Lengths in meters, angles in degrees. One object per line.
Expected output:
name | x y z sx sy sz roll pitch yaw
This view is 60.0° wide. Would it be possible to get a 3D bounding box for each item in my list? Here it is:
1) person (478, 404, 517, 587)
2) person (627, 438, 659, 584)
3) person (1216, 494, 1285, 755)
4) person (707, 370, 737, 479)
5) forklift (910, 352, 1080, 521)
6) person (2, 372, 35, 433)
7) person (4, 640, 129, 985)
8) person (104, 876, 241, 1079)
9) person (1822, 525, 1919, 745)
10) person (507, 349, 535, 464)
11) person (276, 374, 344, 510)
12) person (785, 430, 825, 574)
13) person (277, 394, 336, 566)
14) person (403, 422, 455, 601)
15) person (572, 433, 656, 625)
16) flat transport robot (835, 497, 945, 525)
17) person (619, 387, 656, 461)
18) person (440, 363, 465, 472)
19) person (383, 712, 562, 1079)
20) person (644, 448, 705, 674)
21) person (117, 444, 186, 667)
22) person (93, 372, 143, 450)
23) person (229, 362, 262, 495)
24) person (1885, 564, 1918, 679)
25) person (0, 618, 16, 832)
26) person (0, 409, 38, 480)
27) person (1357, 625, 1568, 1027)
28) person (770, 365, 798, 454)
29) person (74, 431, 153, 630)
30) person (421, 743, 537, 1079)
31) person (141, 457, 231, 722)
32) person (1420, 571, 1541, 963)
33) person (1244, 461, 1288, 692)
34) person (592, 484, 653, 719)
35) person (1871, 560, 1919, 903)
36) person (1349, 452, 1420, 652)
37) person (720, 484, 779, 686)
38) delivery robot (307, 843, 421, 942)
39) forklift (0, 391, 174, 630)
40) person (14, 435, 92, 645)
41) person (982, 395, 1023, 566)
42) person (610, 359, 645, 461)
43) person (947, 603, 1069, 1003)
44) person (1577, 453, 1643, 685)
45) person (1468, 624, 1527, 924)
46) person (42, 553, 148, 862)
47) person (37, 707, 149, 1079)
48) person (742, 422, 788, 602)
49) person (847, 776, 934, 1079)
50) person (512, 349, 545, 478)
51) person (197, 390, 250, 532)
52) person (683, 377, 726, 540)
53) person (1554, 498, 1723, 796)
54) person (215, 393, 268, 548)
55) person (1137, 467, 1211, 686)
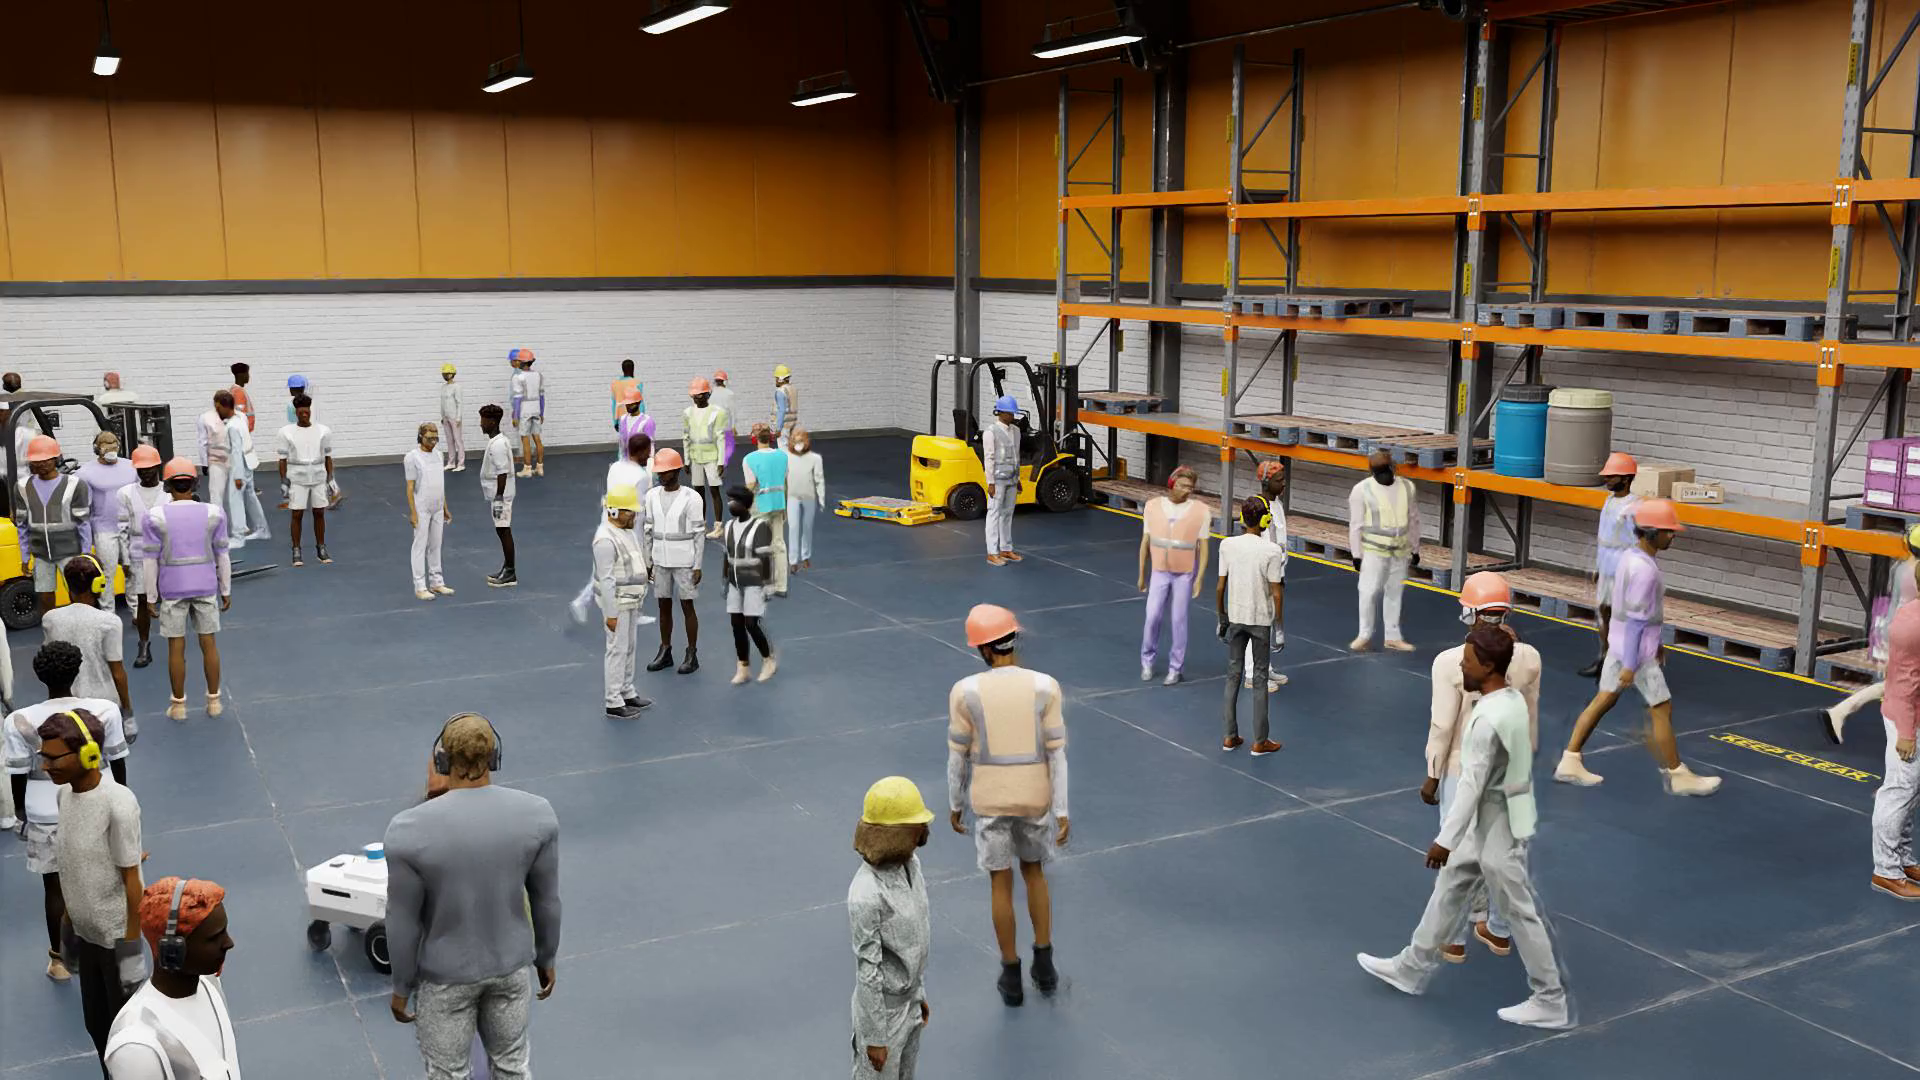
person | -4.957 -0.485 17.866 0.364 1.964 0.611 -2 10 -13
person | -3.443 -0.313 17.819 0.522 1.640 0.306 -8 13 -40
person | 2.079 0.601 11.899 0.535 1.868 0.309 7 12 35
person | -3.750 -1.803 26.141 0.580 1.723 0.474 4 11 21
forklift | 0.460 -1.461 22.833 2.313 2.155 1.214 -5 11 -28
person | -13.705 -1.522 24.202 0.429 1.841 0.633 -7 12 -36
person | -4.372 1.331 8.189 0.540 1.695 0.317 -6 12 -32
person | -2.159 1.852 4.676 0.358 1.880 0.575 -1 10 -6
person | 6.554 0.709 11.721 0.693 1.724 0.537 4 11 23
person | -7.450 -2.268 28.191 0.405 1.945 0.620 0 10 2
person | -9.017 -1.341 22.973 0.945 1.912 0.624 2 10 13
person | -1.761 -0.419 18.542 0.515 1.589 0.833 -1 10 -5
person | -7.478 -0.692 19.058 0.610 1.964 0.365 -7 12 -34
person | -5.488 -0.304 17.196 0.344 1.839 0.504 5 11 27
person | -3.257 -0.071 15.743 0.618 1.876 0.775 9 14 43
flat transport robot | -0.946 -0.406 22.292 1.431 0.197 0.652 8 13 40
person | -4.009 -0.929 20.545 0.545 1.929 0.389 6 12 33
person | -8.312 -1.999 27.154 0.532 1.772 0.300 8 13 39
person | -1.773 1.579 6.116 0.636 1.928 0.386 -6 12 -32
person | -2.445 0.180 14.128 0.551 1.934 0.373 4 11 20
person | -6.959 0.135 14.381 0.547 1.938 0.379 -3 10 -19
person | -11.978 -1.441 23.576 0.519 1.888 0.666 5 11 29
person | -10.564 -1.637 24.502 0.361 1.963 0.616 -5 11 -28
person | 6.431 0.797 10.696 0.836 1.905 0.563 10 14 44
person | -6.082 1.014 10.188 0.522 1.636 0.310 -7 12 -36
person | -10.917 -0.705 19.273 0.605 1.931 0.952 0 10 2
person | 2.402 1.320 7.755 1.000 1.861 0.605 4 11 22
person | -2.726 -1.785 25.742 0.404 1.828 0.601 3 10 16
person | -7.936 -0.070 15.607 0.378 1.929 0.636 8 13 39
person | -1.984 1.612 6.803 0.563 1.606 0.348 0 10 0
person | -5.909 0.377 12.741 0.611 2.030 0.410 -7 12 -35
person | 2.620 1.143 8.411 0.622 1.994 0.381 -3 10 -17
person | 2.521 0.290 13.651 0.355 1.883 0.575 5 11 27
person | -2.604 0.472 12.802 0.403 1.817 0.601 1 10 5
person | 5.348 1.023 9.269 0.373 1.940 0.628 9 14 43
person | 3.807 0.113 14.889 0.694 1.818 0.430 -3 10 -16
person | -1.779 0.372 13.796 0.553 1.661 0.378 7 12 37
delivery robot | -2.977 1.795 8.508 0.707 0.478 0.477 3 10 21
forklift | -9.026 -0.363 16.508 1.214 2.155 2.313 6 11 29
person | -7.767 0.109 14.274 0.604 2.034 0.417 -1 10 -6
person | 0.499 -0.692 19.111 0.383 1.949 0.605 8 12 38
person | -5.191 -1.870 26.024 0.620 1.903 0.415 5 11 26
person | 0.224 1.258 8.040 0.560 1.890 0.582 -1 10 -6
person | 5.420 0.240 13.776 0.354 1.939 0.545 -1 10 -7
person | 2.857 1.242 8.902 0.513 1.630 0.317 -5 11 -25
person | -5.020 1.002 9.625 0.516 1.861 0.321 2 10 11
person | -3.337 1.553 6.463 0.523 1.858 0.337 7 12 35
person | -1.983 -0.284 17.071 0.390 1.841 0.564 9 13 42
person | -0.234 1.692 5.975 0.290 1.745 0.487 3 10 17
person | -6.871 -2.016 26.448 0.359 2.047 0.615 7 12 34
person | -9.316 -0.987 21.127 0.634 1.839 0.429 -8 13 -40
person | -3.198 -1.013 20.737 0.601 2.036 0.404 4 11 23
person | 4.489 0.708 10.982 1.055 1.991 0.616 2 10 12
person | -8.835 -0.867 20.335 0.476 1.893 0.662 -3 10 -17
person | 1.774 0.293 13.826 0.592 1.817 0.450 4 11 21
